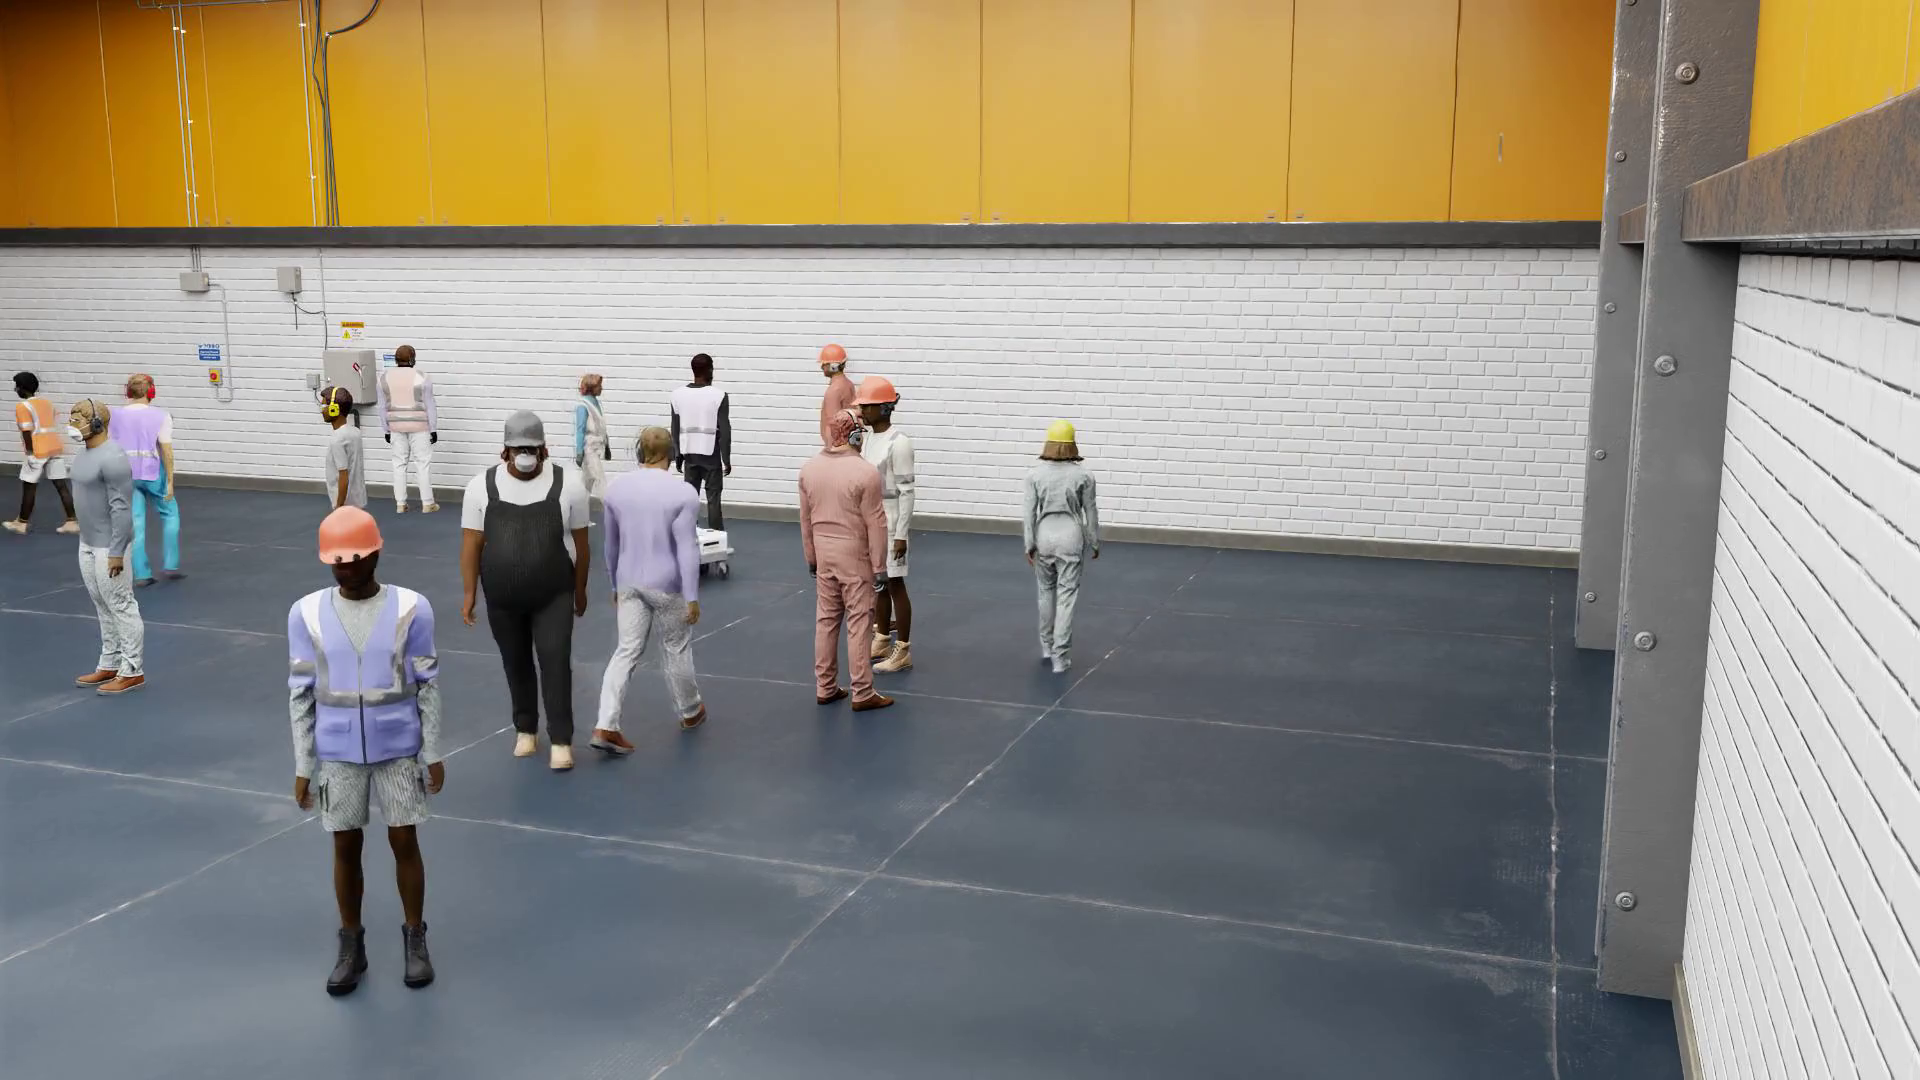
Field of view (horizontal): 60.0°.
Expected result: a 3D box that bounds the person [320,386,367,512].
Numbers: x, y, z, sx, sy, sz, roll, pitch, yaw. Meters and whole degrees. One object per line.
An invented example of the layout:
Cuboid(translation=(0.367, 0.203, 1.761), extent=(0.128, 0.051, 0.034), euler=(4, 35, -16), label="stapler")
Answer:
Cuboid(translation=(-4.667, -0.230, 12.595), extent=(0.323, 1.871, 0.530), euler=(-1, 10, -7), label="person")

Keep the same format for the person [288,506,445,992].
Cuboid(translation=(-2.317, 0.820, 6.522), extent=(0.570, 1.930, 0.390), euler=(-2, 10, -13), label="person")

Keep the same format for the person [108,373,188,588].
Cuboid(translation=(-7.003, -0.521, 14.356), extent=(0.569, 1.822, 0.645), euler=(0, 10, -2), label="person")

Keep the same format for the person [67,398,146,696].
Cuboid(translation=(-5.604, 0.040, 10.883), extent=(0.632, 1.940, 0.372), euler=(9, 13, 41), label="person")

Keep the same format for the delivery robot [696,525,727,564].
Cuboid(translation=(-2.358, 0.059, 14.407), extent=(0.477, 0.478, 0.707), euler=(8, 13, 39), label="delivery robot")

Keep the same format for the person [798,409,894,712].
Cuboid(translation=(-0.698, 0.125, 10.496), extent=(0.651, 1.906, 0.409), euler=(7, 12, 36), label="person")

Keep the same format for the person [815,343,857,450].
Cuboid(translation=(-1.212, -0.897, 16.015), extent=(0.457, 1.988, 0.641), euler=(3, 10, 16), label="person")

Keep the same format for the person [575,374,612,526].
Cuboid(translation=(-3.715, -0.904, 17.159), extent=(0.771, 1.600, 0.540), euler=(1, 10, 7), label="person")

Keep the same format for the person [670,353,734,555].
Cuboid(translation=(-2.429, -0.789, 15.624), extent=(0.590, 1.913, 0.396), euler=(3, 10, 16), label="person")

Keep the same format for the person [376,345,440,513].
Cuboid(translation=(-6.003, -1.207, 18.181), extent=(0.634, 1.843, 0.429), euler=(0, 10, 0), label="person")

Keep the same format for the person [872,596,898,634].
Cuboid(translation=(-0.616, -0.227, 12.577), extent=(0.319, 1.872, 0.532), euler=(-2, 10, -12), label="person")

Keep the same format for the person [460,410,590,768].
Cuboid(translation=(-2.437, 0.269, 9.304), extent=(0.698, 2.000, 0.804), euler=(-1, 10, -6), label="person")

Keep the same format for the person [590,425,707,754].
Cuboid(translation=(-1.814, 0.285, 9.695), extent=(0.673, 1.887, 1.034), euler=(3, 11, 18), label="person")

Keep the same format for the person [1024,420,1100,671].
Cuboid(translation=(0.724, 0.022, 11.591), extent=(0.494, 1.725, 0.693), euler=(3, 11, 17), label="person")

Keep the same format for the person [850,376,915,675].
Cuboid(translation=(-0.546, -0.101, 11.379), extent=(0.396, 2.042, 0.611), euler=(-6, 12, -30), label="person")

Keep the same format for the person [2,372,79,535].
Cuboid(translation=(-9.337, -0.870, 16.822), extent=(0.797, 1.642, 0.542), euler=(2, 10, 11), label="person")
